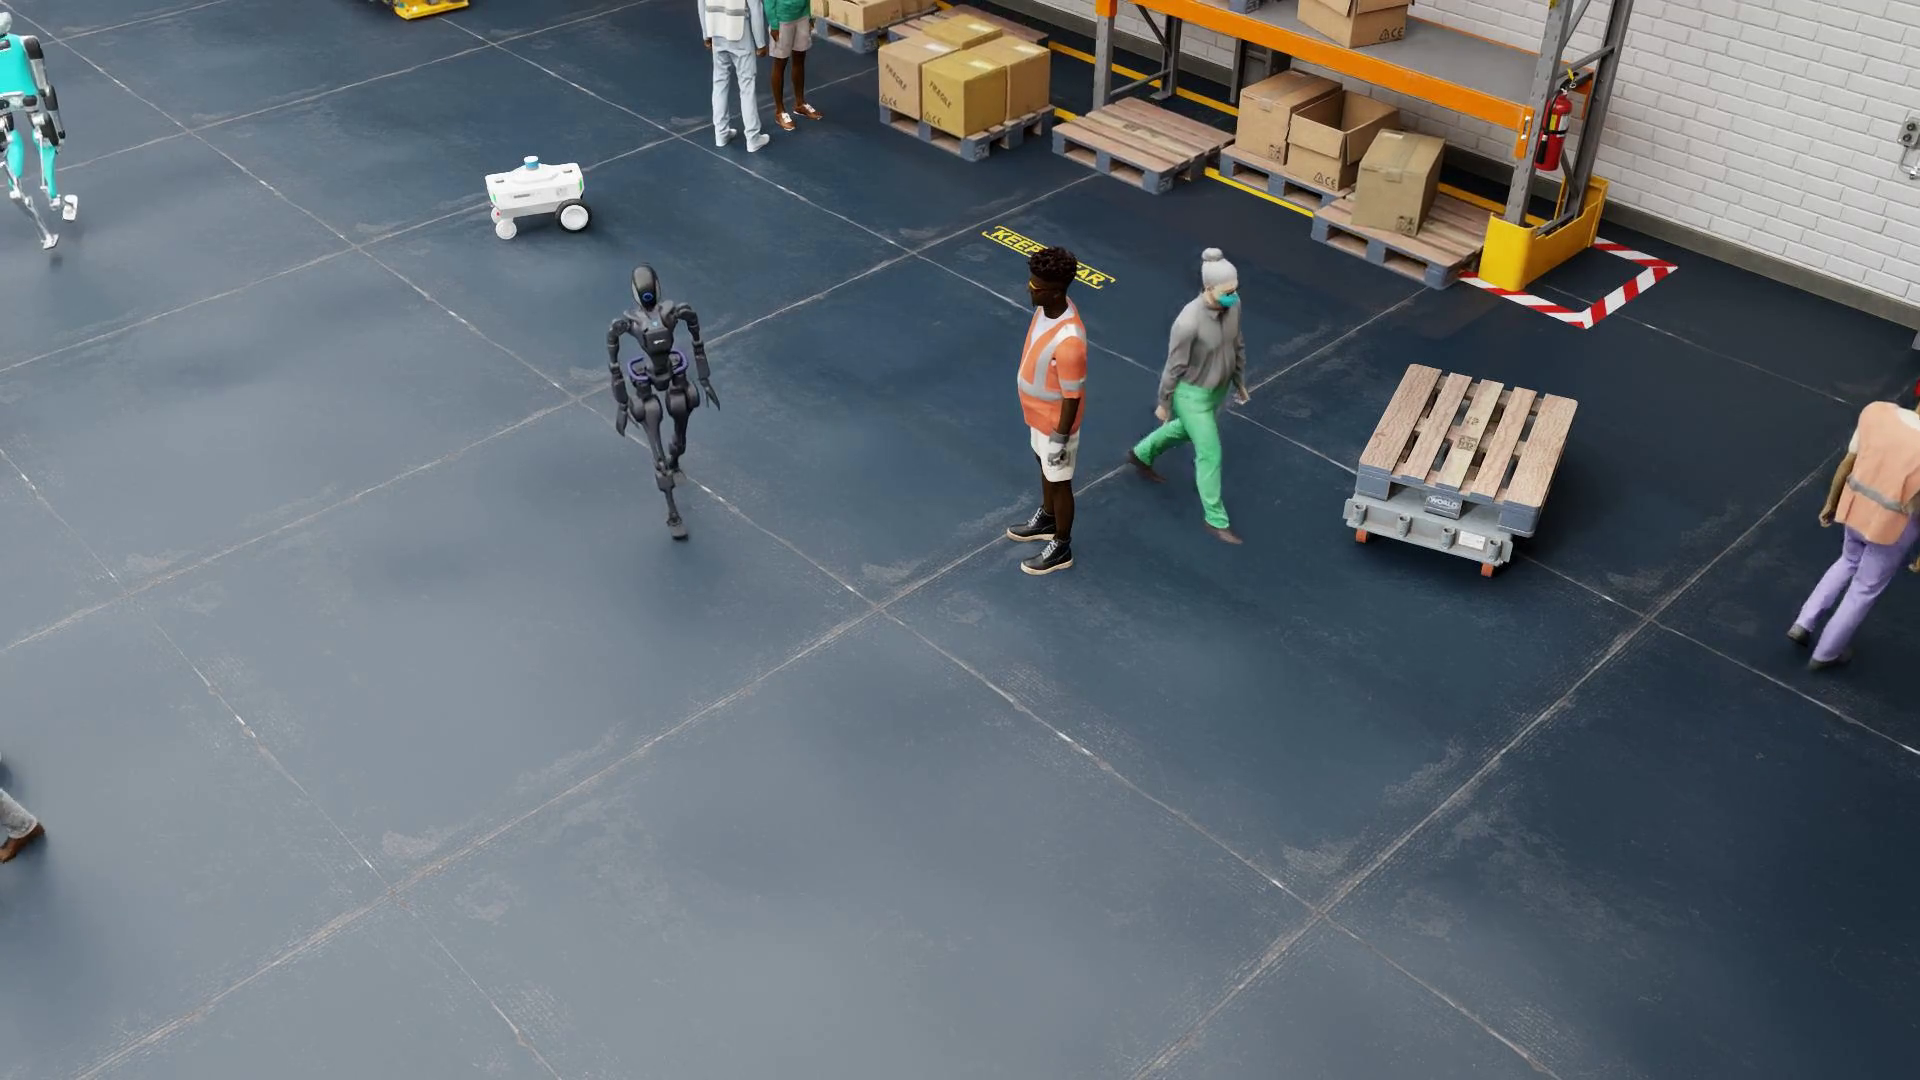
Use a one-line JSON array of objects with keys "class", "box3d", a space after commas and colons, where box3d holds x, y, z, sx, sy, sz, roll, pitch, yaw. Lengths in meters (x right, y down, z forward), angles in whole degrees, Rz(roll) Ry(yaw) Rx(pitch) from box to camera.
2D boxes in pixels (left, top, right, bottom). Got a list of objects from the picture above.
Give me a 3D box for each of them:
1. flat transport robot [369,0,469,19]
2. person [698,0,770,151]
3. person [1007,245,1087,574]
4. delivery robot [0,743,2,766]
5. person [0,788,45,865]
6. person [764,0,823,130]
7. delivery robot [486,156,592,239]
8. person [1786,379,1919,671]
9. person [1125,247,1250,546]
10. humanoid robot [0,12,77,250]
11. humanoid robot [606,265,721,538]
[{"class": "flat transport robot", "box3d": [-5.645, -5.672, 17.043, 0.659, 0.231, 1.431, -25, 44, -29]}, {"class": "person", "box3d": [-1.876, -4.144, 13.664, 0.585, 1.909, 0.384, 14, 39, 18]}, {"class": "person", "box3d": [0.490, -0.699, 9.052, 0.367, 1.966, 0.603, -6, 38, -8]}, {"class": "delivery robot", "box3d": [-4.903, 1.078, 7.858, 0.499, 0.582, 0.773, -11, 39, -15]}, {"class": "person", "box3d": [-4.458, 0.926, 7.182, 0.482, 1.621, 0.687, 19, 41, 23]}, {"class": "person", "box3d": [-1.461, -4.442, 14.101, 0.390, 1.854, 0.493, 29, 46, 33]}, {"class": "delivery robot", "box3d": [-3.244, -2.657, 12.825, 0.813, 0.609, 0.499, -12, 39, -16]}, {"class": "person", "box3d": [4.621, -0.075, 8.336, 0.464, 1.824, 0.568, -18, 41, -22]}, {"class": "person", "box3d": [1.324, -0.898, 9.451, 0.928, 1.807, 0.519, 29, 46, 33]}, {"class": "humanoid robot", "box3d": [-6.855, -2.921, 12.191, 0.542, 1.739, 1.014, -11, 38, -14]}, {"class": "humanoid robot", "box3d": [-1.694, -0.862, 9.556, 0.614, 1.628, 0.790, -15, 40, -19]}]
